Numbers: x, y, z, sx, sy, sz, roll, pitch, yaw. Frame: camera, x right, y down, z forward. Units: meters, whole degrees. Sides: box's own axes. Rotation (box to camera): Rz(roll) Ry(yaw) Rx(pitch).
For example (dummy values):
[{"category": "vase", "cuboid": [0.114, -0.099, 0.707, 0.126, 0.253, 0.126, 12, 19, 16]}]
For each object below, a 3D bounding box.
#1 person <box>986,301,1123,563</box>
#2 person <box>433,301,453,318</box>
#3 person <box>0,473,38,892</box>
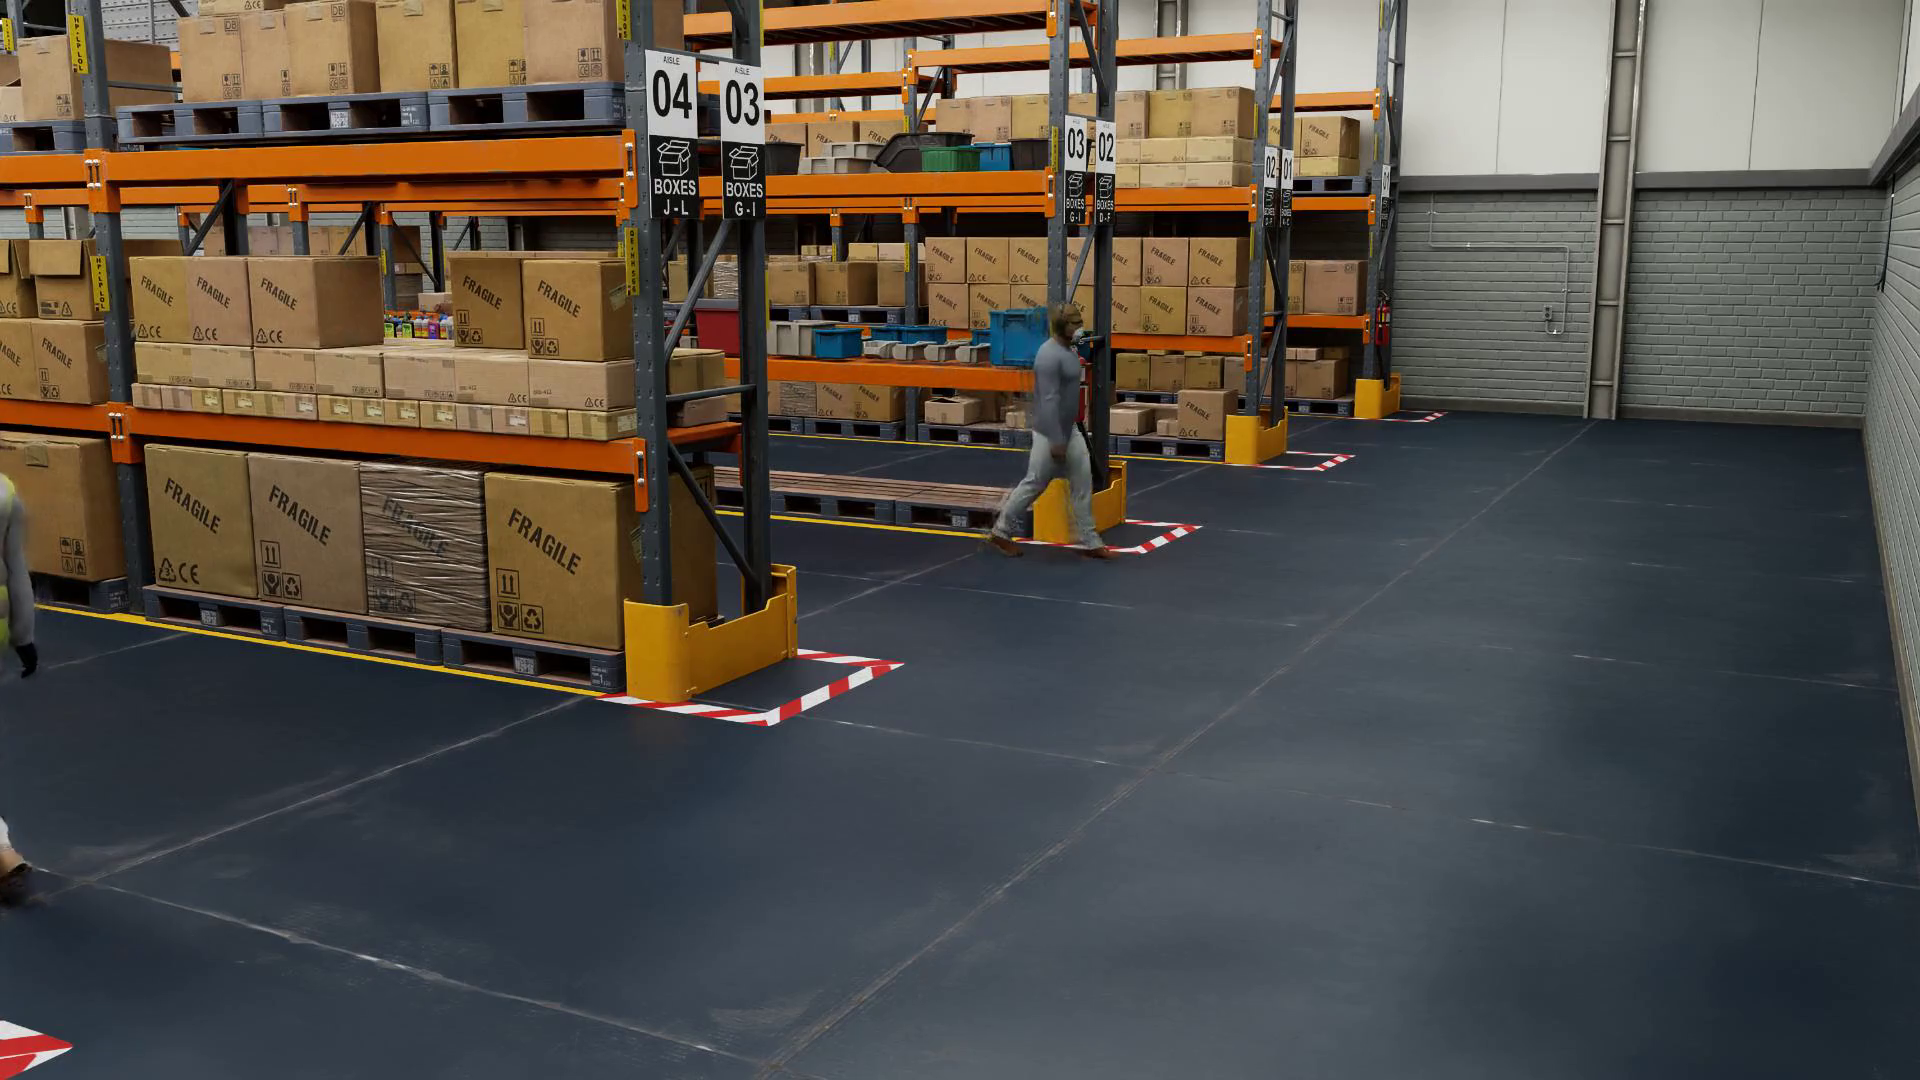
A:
[{"category": "person", "cuboid": [0.648, -0.776, 12.008, 1.012, 1.895, 0.646, 4, 11, 22]}, {"category": "person", "cuboid": [-5.699, -1.862, 18.667, 0.569, 1.615, 0.520, 7, 12, 33]}, {"category": "person", "cuboid": [-3.650, 0.373, 5.992, 0.916, 1.809, 0.632, 6, 12, 31]}]
